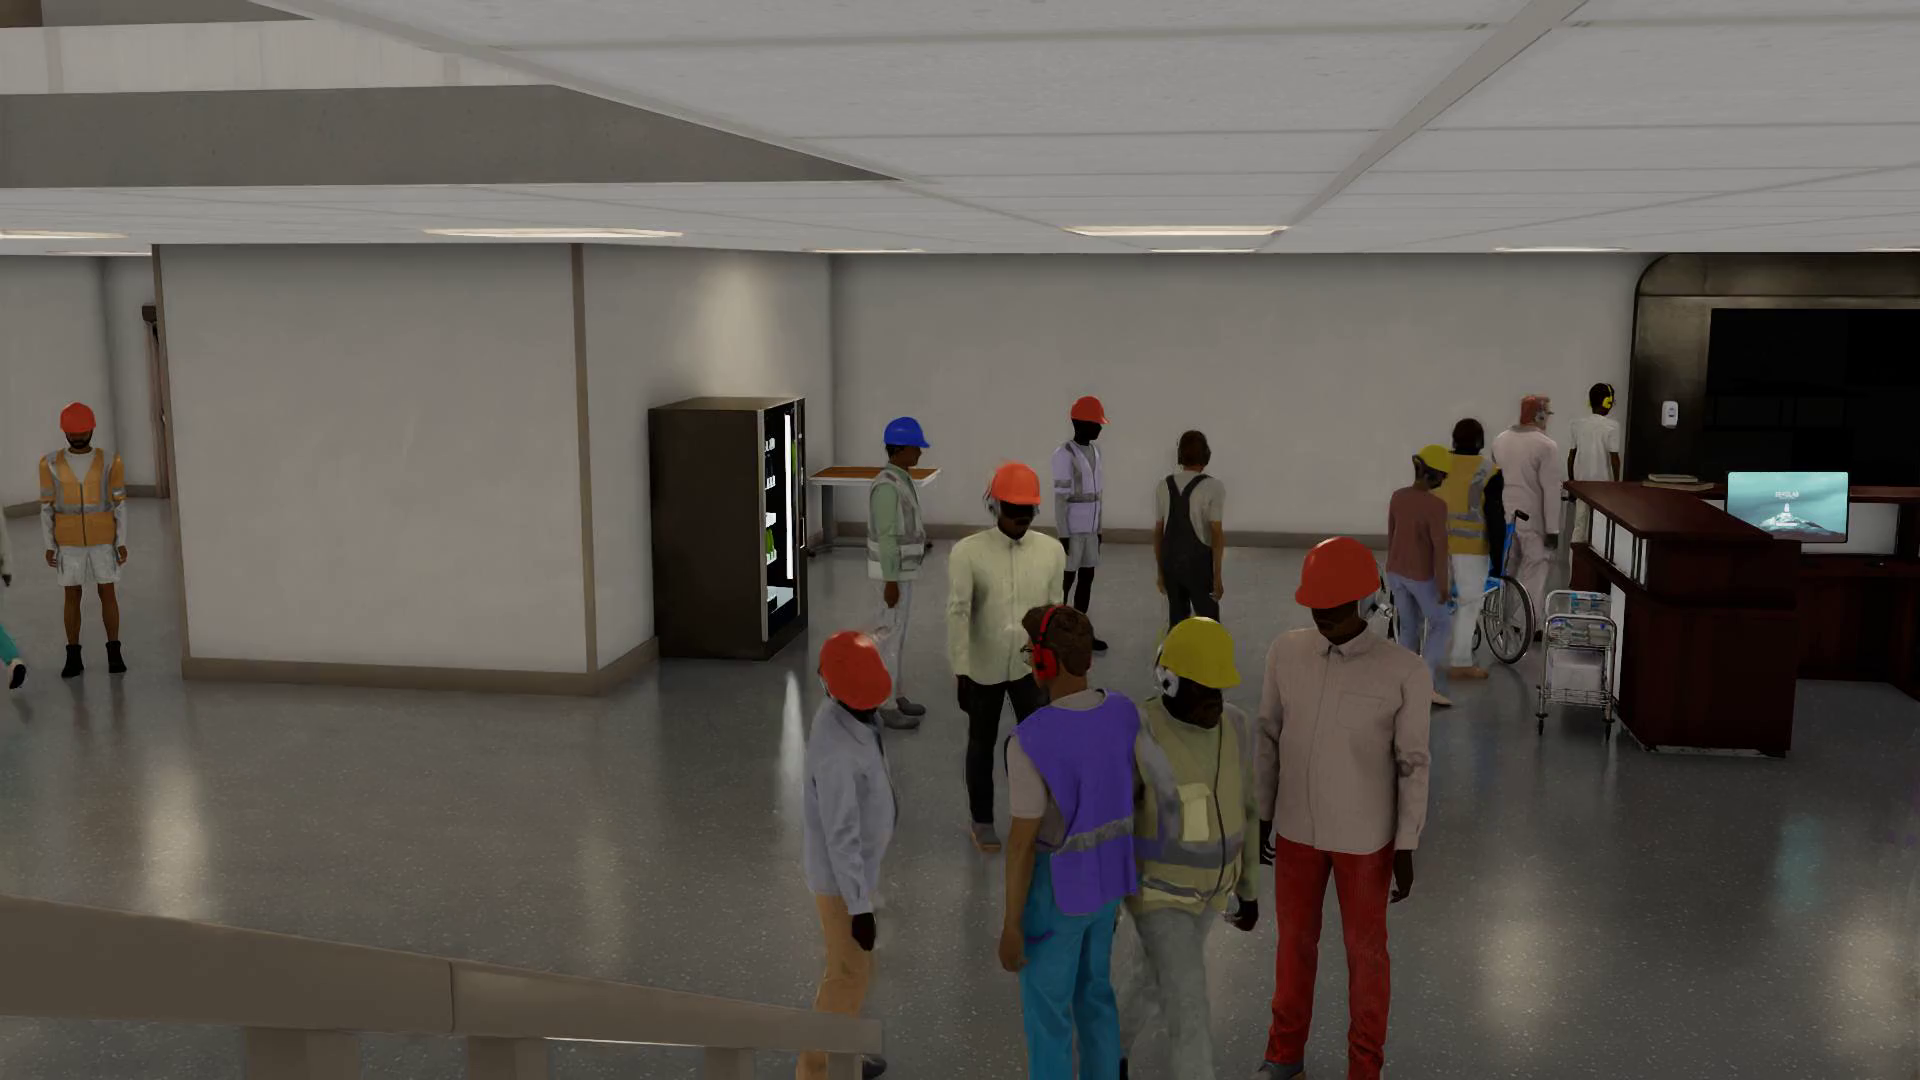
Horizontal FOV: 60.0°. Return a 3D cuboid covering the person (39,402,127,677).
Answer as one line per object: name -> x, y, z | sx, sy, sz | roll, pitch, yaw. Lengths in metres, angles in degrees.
person -> -6.151, -0.006, 11.709 | 0.544, 1.935, 0.361 | -4, 10, -25

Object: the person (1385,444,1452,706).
person -> 2.993, 0.232, 10.866 | 0.371, 1.727, 0.566 | -5, 10, -26

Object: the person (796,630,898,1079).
person -> -0.383, 1.107, 5.584 | 0.352, 1.699, 0.647 | 0, 9, -1

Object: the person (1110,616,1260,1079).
person -> 0.684, 1.098, 5.413 | 0.598, 1.780, 0.950 | -7, 11, -36

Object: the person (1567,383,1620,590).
person -> 5.608, -0.454, 14.692 | 0.330, 1.865, 0.518 | -7, 11, -36

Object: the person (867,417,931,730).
person -> -0.384, 0.197, 10.421 | 0.409, 1.943, 0.614 | 1, 9, 8

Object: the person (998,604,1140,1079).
person -> 0.340, 1.109, 5.147 | 0.402, 1.835, 0.567 | 8, 12, 42

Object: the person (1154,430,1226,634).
person -> 1.465, 0.209, 10.708 | 0.559, 1.824, 0.478 | 7, 12, 38

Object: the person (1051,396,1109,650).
person -> 0.910, -0.104, 12.341 | 0.389, 1.928, 0.549 | 7, 12, 38

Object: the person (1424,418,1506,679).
person -> 3.500, 0.059, 11.646 | 0.663, 1.827, 0.432 | 8, 12, 42

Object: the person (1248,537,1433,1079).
person -> 1.243, 0.966, 5.556 | 0.610, 1.985, 0.392 | 7, 11, 36

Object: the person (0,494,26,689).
person -> -6.565, 0.213, 11.019 | 0.515, 1.733, 0.591 | 4, 10, 24

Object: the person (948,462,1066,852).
person -> 0.246, 0.612, 7.857 | 0.621, 1.941, 1.017 | -2, 10, -14

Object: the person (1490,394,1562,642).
person -> 4.380, -0.172, 12.847 | 0.400, 1.904, 0.682 | -5, 10, -27
